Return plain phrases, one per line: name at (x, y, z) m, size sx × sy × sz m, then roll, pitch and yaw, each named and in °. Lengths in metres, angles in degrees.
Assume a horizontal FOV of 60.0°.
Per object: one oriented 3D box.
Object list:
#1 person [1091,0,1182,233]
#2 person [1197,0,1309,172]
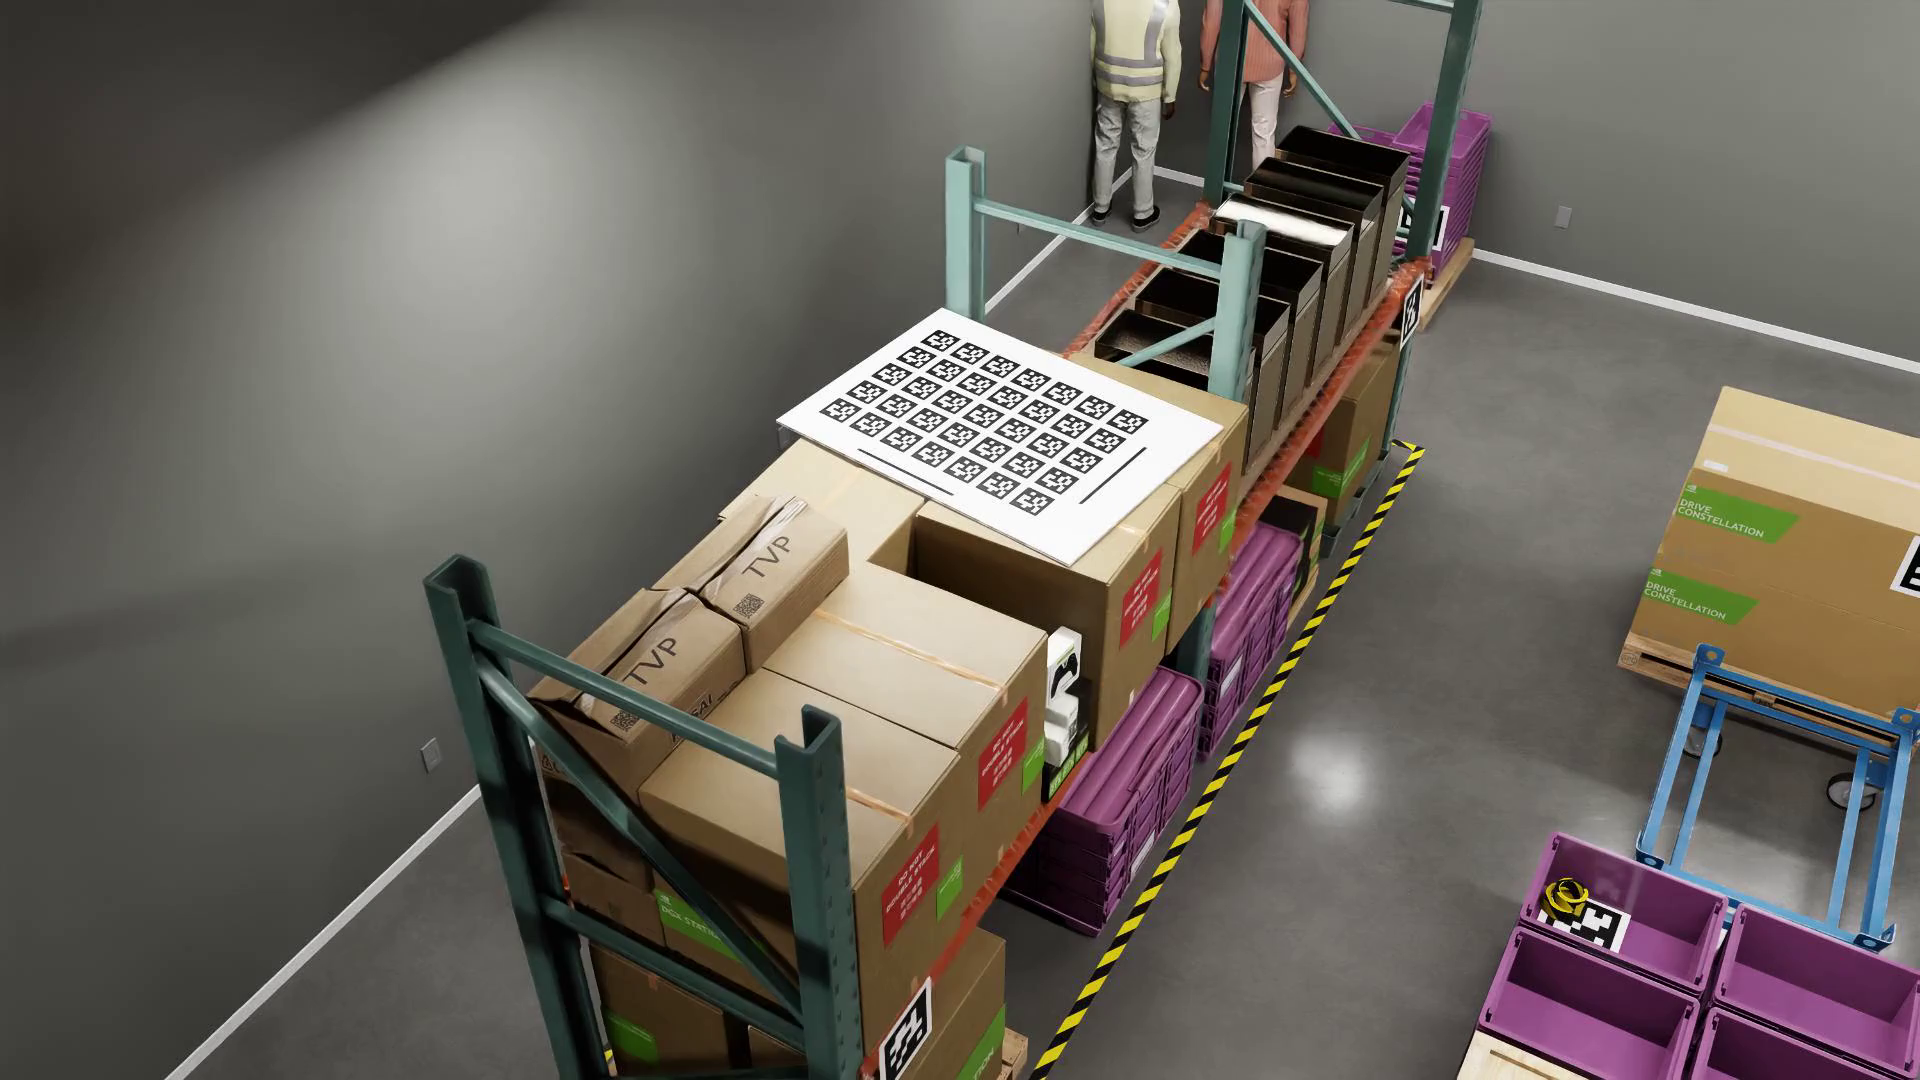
person at (1.020, -2.720, 9.929) m, size 0.598 × 1.818 × 0.403 m, roll 15°, pitch 42°, yaw 17°
person at (1.733, -2.851, 9.951) m, size 0.623 × 1.992 × 0.397 m, roll 4°, pitch 40°, yaw 5°
